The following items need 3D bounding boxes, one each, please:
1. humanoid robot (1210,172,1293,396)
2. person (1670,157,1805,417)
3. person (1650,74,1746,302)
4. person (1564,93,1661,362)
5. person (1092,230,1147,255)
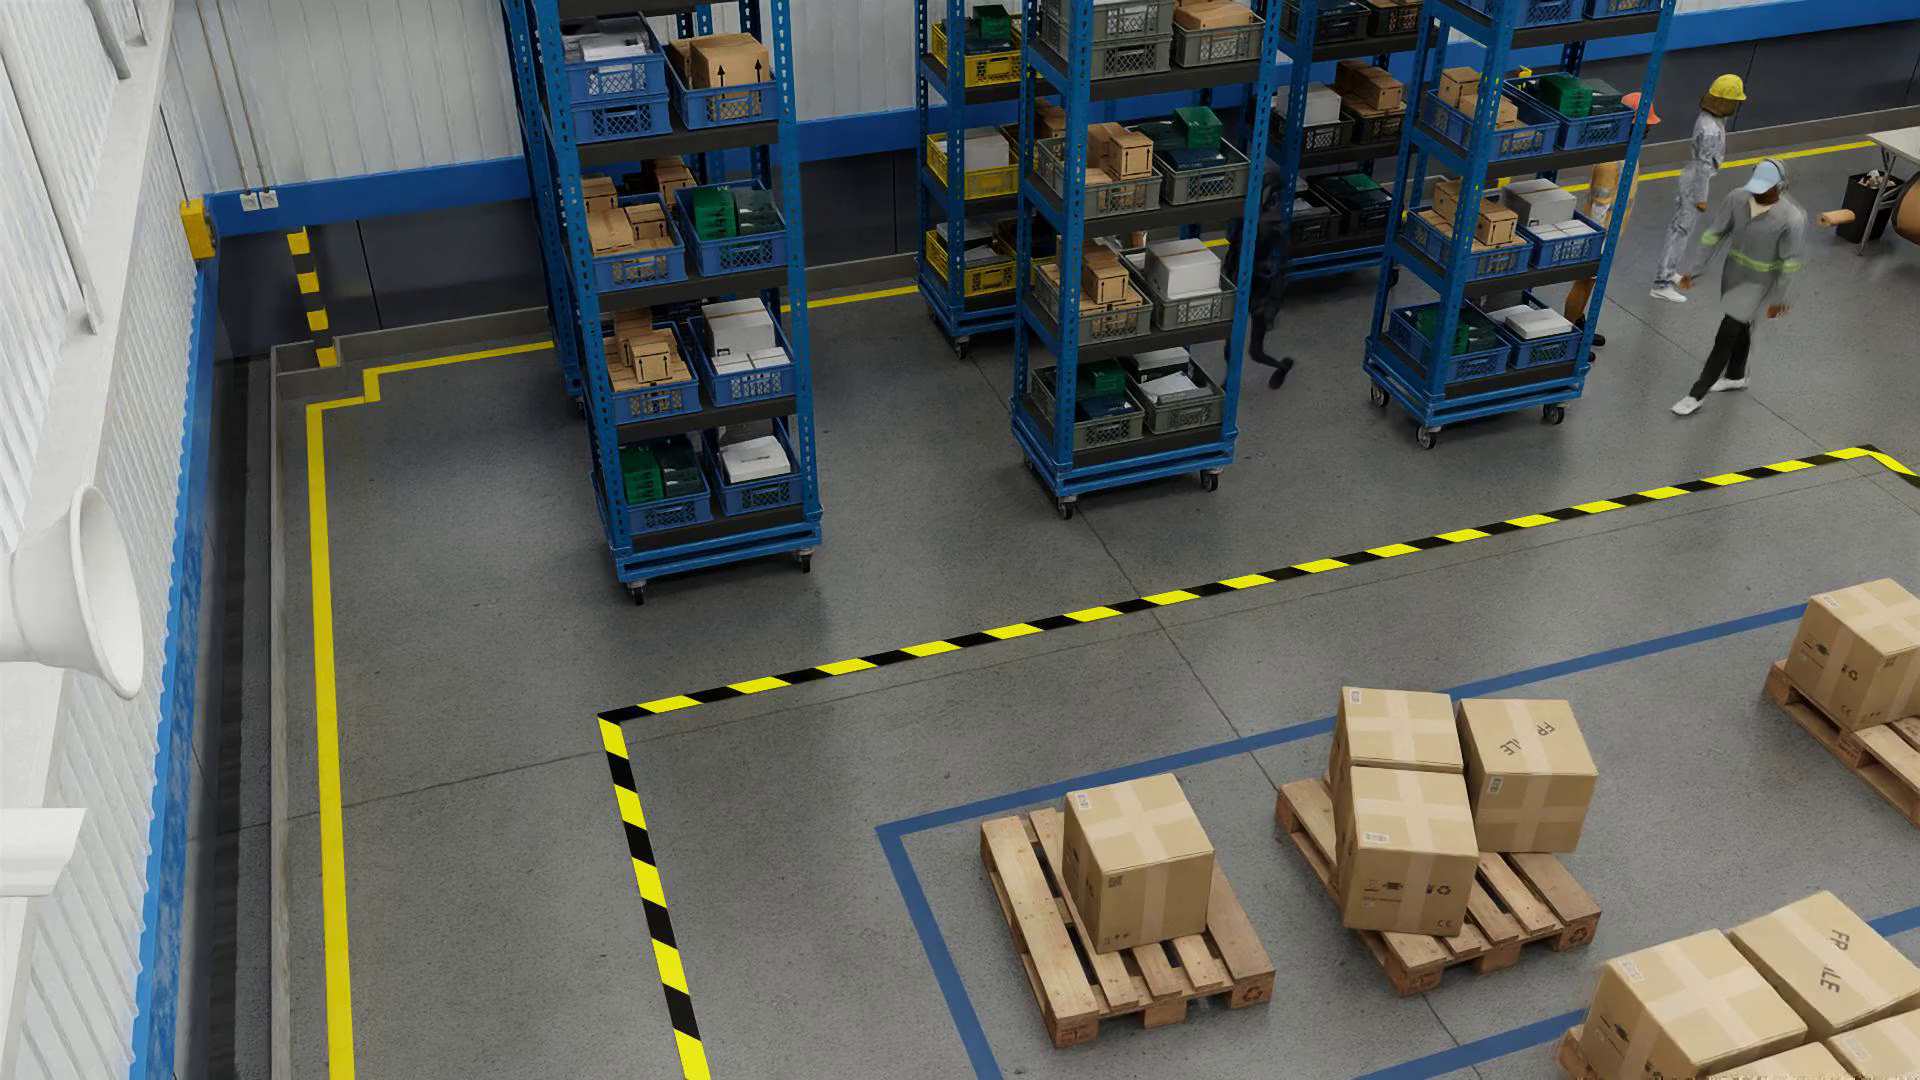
[{"bbox_3d":[2.029,-1.735,11.298,0.566,1.637,0.591,-19,39,-25],"label":"humanoid robot"},{"bbox_3d":[5.174,-1.710,11.137,0.874,1.802,0.620,-14,37,-18],"label":"person"},{"bbox_3d":[5.580,-2.665,12.559,0.302,1.739,0.487,13,37,18],"label":"person"},{"bbox_3d":[4.563,-2.208,11.736,0.350,1.942,0.544,21,40,27],"label":"person"},{"bbox_3d":[1.082,-1.909,11.389,0.390,1.849,0.564,-15,38,-21],"label":"person"}]
